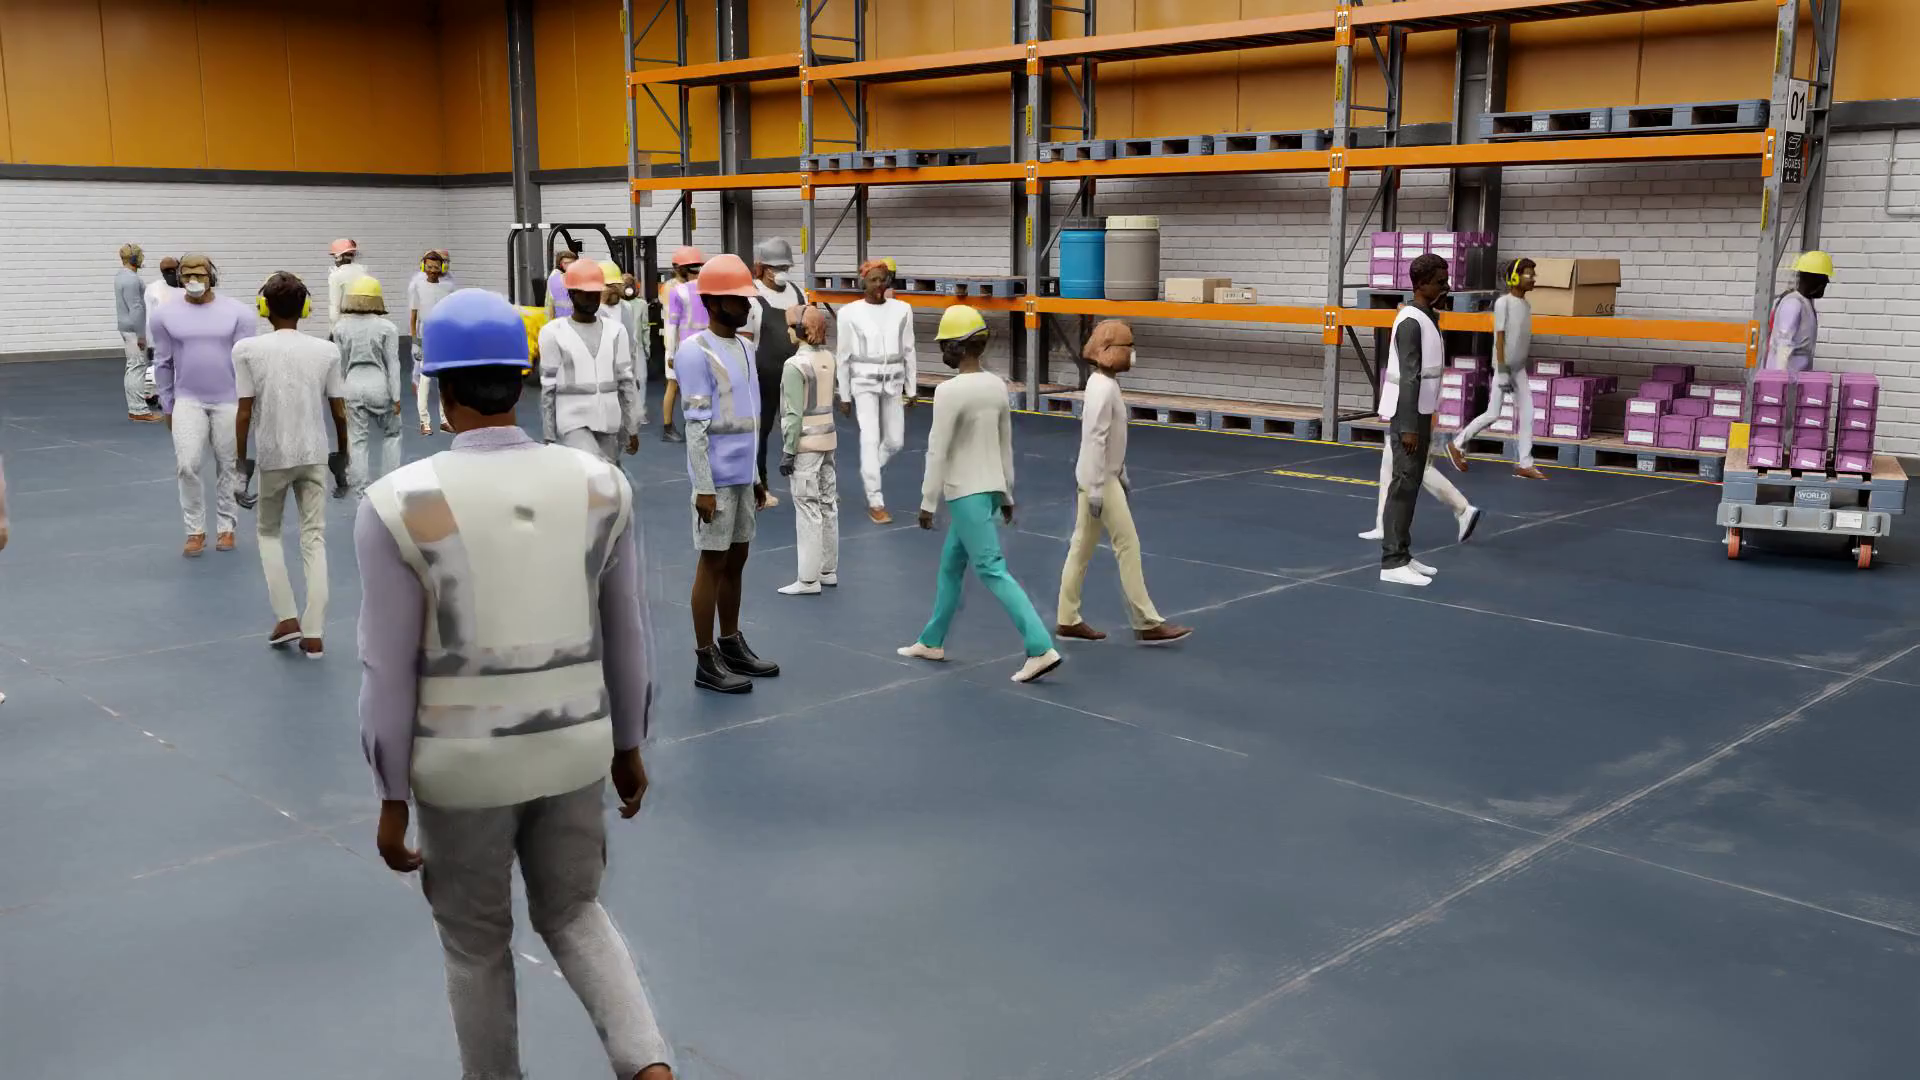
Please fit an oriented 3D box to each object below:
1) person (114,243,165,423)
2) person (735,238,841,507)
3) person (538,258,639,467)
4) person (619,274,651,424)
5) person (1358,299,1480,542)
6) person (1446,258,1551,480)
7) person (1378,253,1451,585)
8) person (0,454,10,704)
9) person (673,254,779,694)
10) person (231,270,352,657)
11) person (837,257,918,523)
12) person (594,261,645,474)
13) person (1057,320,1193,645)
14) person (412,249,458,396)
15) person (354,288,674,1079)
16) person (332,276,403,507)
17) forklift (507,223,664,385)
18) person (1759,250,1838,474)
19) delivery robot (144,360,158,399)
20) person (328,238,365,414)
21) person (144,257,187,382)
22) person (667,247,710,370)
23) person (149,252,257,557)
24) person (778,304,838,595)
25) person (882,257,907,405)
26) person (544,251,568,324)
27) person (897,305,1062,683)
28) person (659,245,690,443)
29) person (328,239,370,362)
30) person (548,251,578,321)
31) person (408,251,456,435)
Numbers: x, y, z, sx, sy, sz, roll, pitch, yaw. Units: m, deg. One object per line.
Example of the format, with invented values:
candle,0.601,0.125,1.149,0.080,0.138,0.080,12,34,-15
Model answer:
person,-8.913,-2.234,18.004,0.362,1.938,0.635,-7,12,-33
person,-1.284,-1.218,12.186,0.696,2.000,0.930,-9,13,-39
person,-2.204,-0.705,9.800,0.558,1.905,0.937,-8,13,-37
person,-3.515,-2.023,17.756,0.530,1.609,0.683,-6,12,-29
person,3.027,-0.765,10.870,0.694,1.611,0.514,8,13,36
person,4.558,-1.444,13.971,0.506,1.847,0.864,-8,13,-37
person,2.647,-0.710,9.749,0.371,1.916,0.597,4,11,22
person,-4.227,-0.103,6.865,0.546,1.752,0.492,-1,10,-6
person,-1.030,-0.296,7.437,0.355,1.938,0.545,4,11,19
person,-3.244,-0.367,8.053,0.568,1.850,0.562,-6,12,-31
person,-0.617,-1.081,11.909,0.580,1.869,0.684,-5,11,-23
person,-2.816,-1.334,13.423,0.421,1.817,0.624,8,13,38
person,0.826,-0.273,8.192,0.752,1.600,0.523,1,10,3
person,-6.548,-2.693,20.736,0.650,1.862,0.980,-10,14,-44
person,-0.890,0.450,3.428,0.621,1.922,0.643,-8,13,-39
person,-4.325,-1.071,12.235,0.503,1.725,0.542,0,10,0
forklift,-5.316,-3.263,22.920,2.313,2.155,1.214,-10,14,-44
person,6.369,-1.237,12.659,0.443,1.905,0.587,6,12,29
delivery robot,-9.425,-1.875,19.569,0.477,0.478,0.707,0,10,0
person,-6.895,-2.388,18.722,0.429,1.981,0.657,3,11,17
person,-8.154,-2.049,17.413,0.692,1.786,0.884,-5,12,-27
person,-2.473,-1.776,15.591,0.555,1.912,0.472,-8,13,-37
person,-4.751,-0.849,10.532,0.641,1.917,0.659,-4,11,-20
person,-0.850,-0.507,9.397,0.307,1.642,0.514,4,11,21
person,-0.890,-2.484,19.883,0.391,1.777,0.528,-4,11,-23
person,-4.977,-2.768,21.235,0.737,1.816,0.653,-1,10,-8
person,0.094,-0.216,7.644,0.936,1.720,0.533,6,12,31
person,-2.704,-1.917,16.299,0.375,1.934,0.553,3,11,18
person,-8.865,-3.394,24.254,0.607,1.966,0.367,-2,11,-9
person,-4.779,-2.634,20.526,0.574,1.829,0.421,1,10,5
person,-5.346,-2.004,16.962,0.518,1.865,0.329,-9,14,-41
